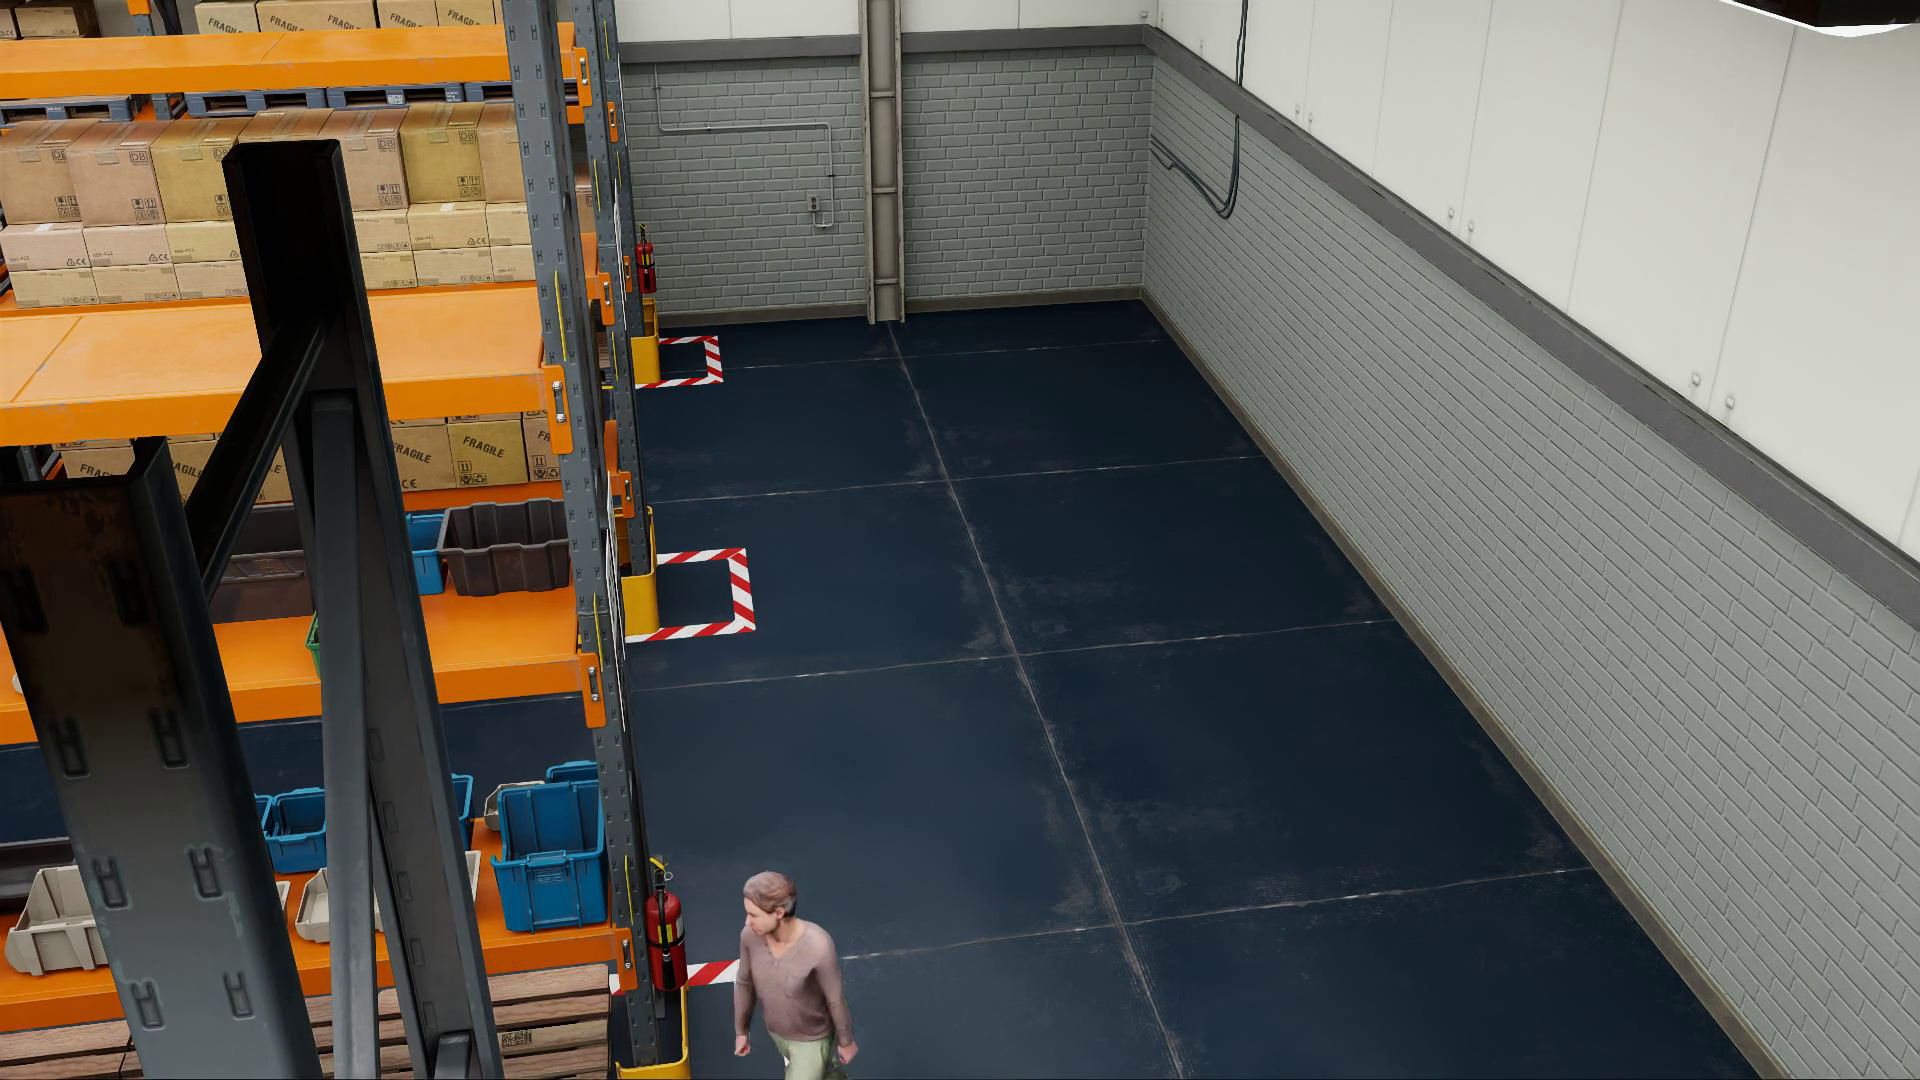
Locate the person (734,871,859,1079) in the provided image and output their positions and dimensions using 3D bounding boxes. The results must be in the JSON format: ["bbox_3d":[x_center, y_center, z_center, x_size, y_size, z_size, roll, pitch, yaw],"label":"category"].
[{"bbox_3d":[-0.698,2.248,7.743,1.304,1.815,1.292,14,31,24],"label":"person"}]
